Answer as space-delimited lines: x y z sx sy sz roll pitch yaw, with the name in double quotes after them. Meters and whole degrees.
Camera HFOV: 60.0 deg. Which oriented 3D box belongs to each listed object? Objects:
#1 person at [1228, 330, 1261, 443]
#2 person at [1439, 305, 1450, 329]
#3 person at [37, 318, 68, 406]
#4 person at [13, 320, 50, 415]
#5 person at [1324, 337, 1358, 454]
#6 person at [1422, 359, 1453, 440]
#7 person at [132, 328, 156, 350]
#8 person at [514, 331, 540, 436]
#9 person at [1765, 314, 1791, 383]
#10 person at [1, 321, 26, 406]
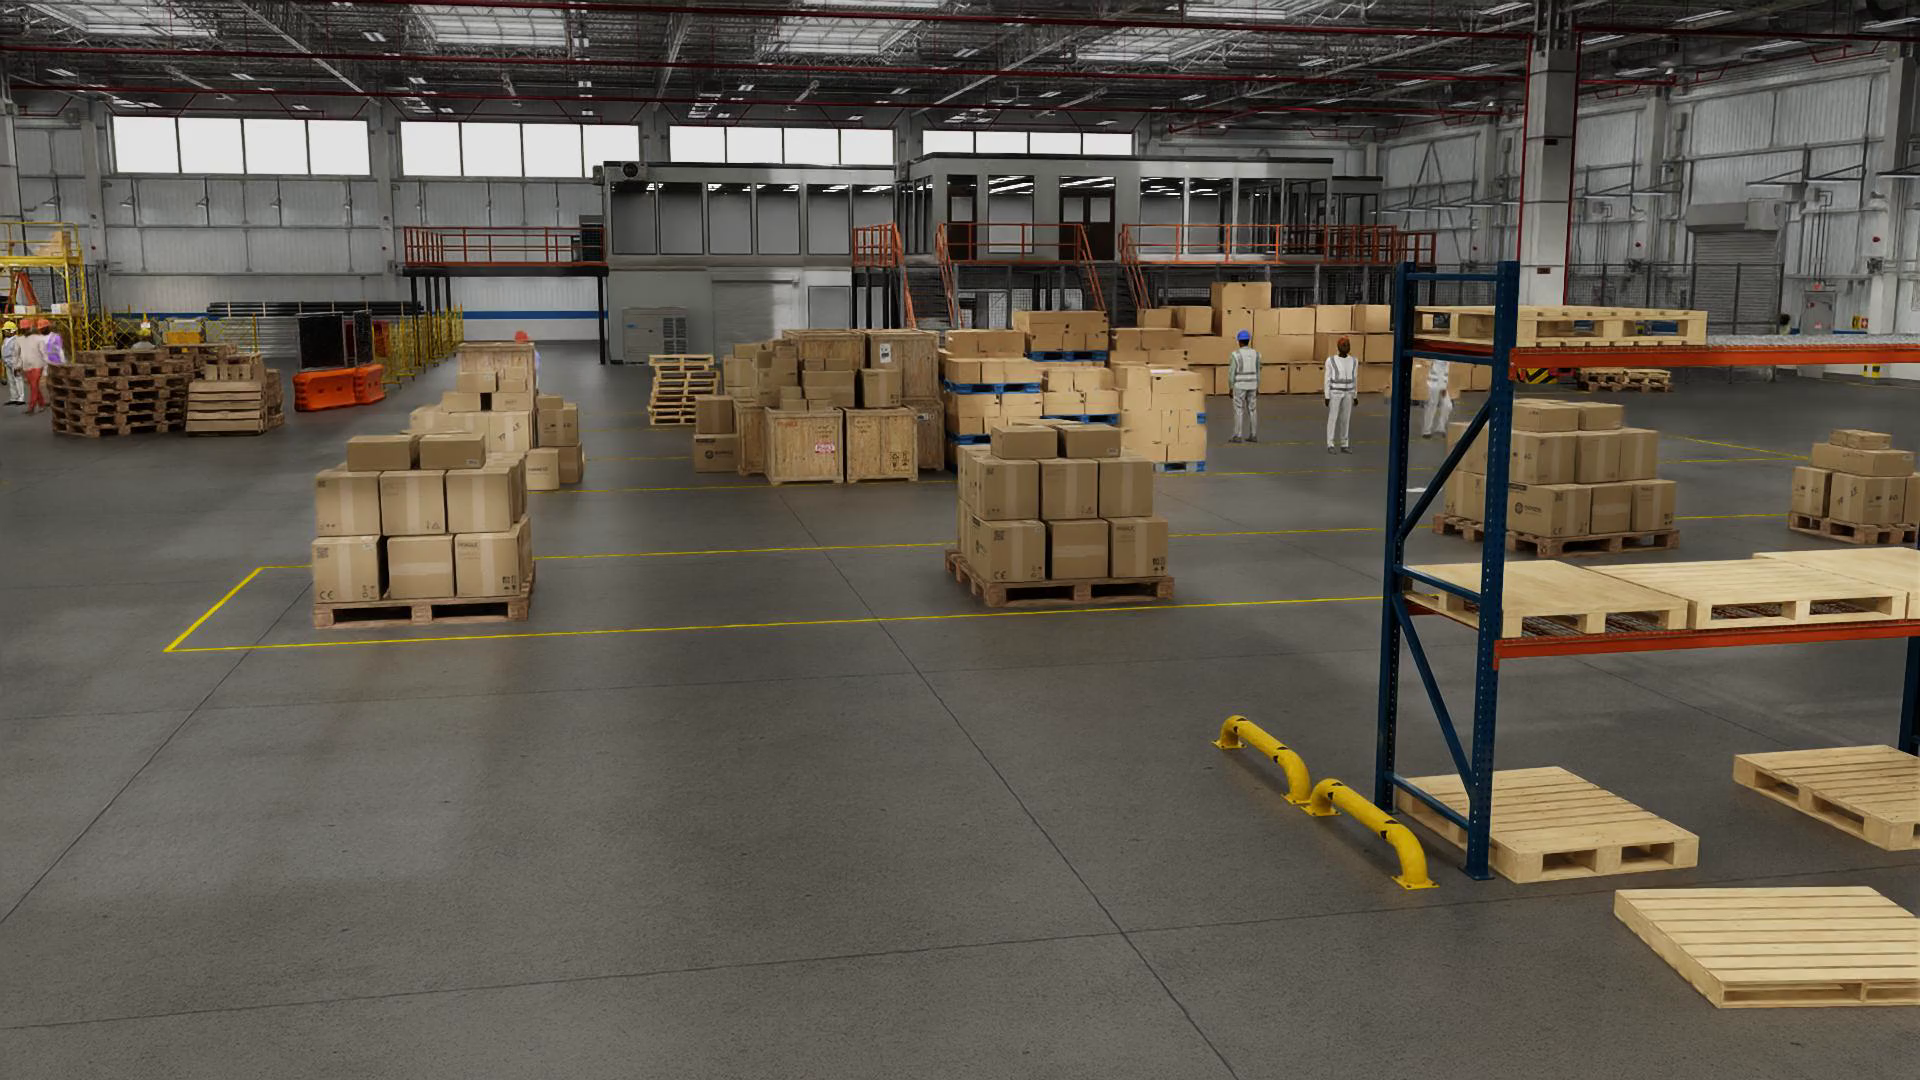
4.871 -2.629 28.533 0.603 1.938 0.425 -4 10 -22 "person"
14.955 -6.289 51.104 0.507 1.847 0.343 4 10 24 "person"
-19.795 -3.883 36.239 0.553 1.914 0.603 -1 9 -7 "person"
-19.068 -3.553 34.151 0.651 1.940 1.041 0 9 1 "person"
6.141 -2.319 26.785 0.584 1.883 0.346 -3 10 -15 "person"
8.358 -2.654 28.888 0.614 1.860 0.645 5 11 30 "person"
-17.395 -3.657 35.483 0.490 1.711 0.855 -2 9 -10 "person"
-7.618 -2.739 29.328 0.542 1.902 0.925 1 9 8 "person"
21.381 -5.004 43.462 0.646 1.785 0.786 -2 10 -14 "person"
-20.553 -3.819 36.086 0.590 1.833 0.404 5 11 30 "person"
